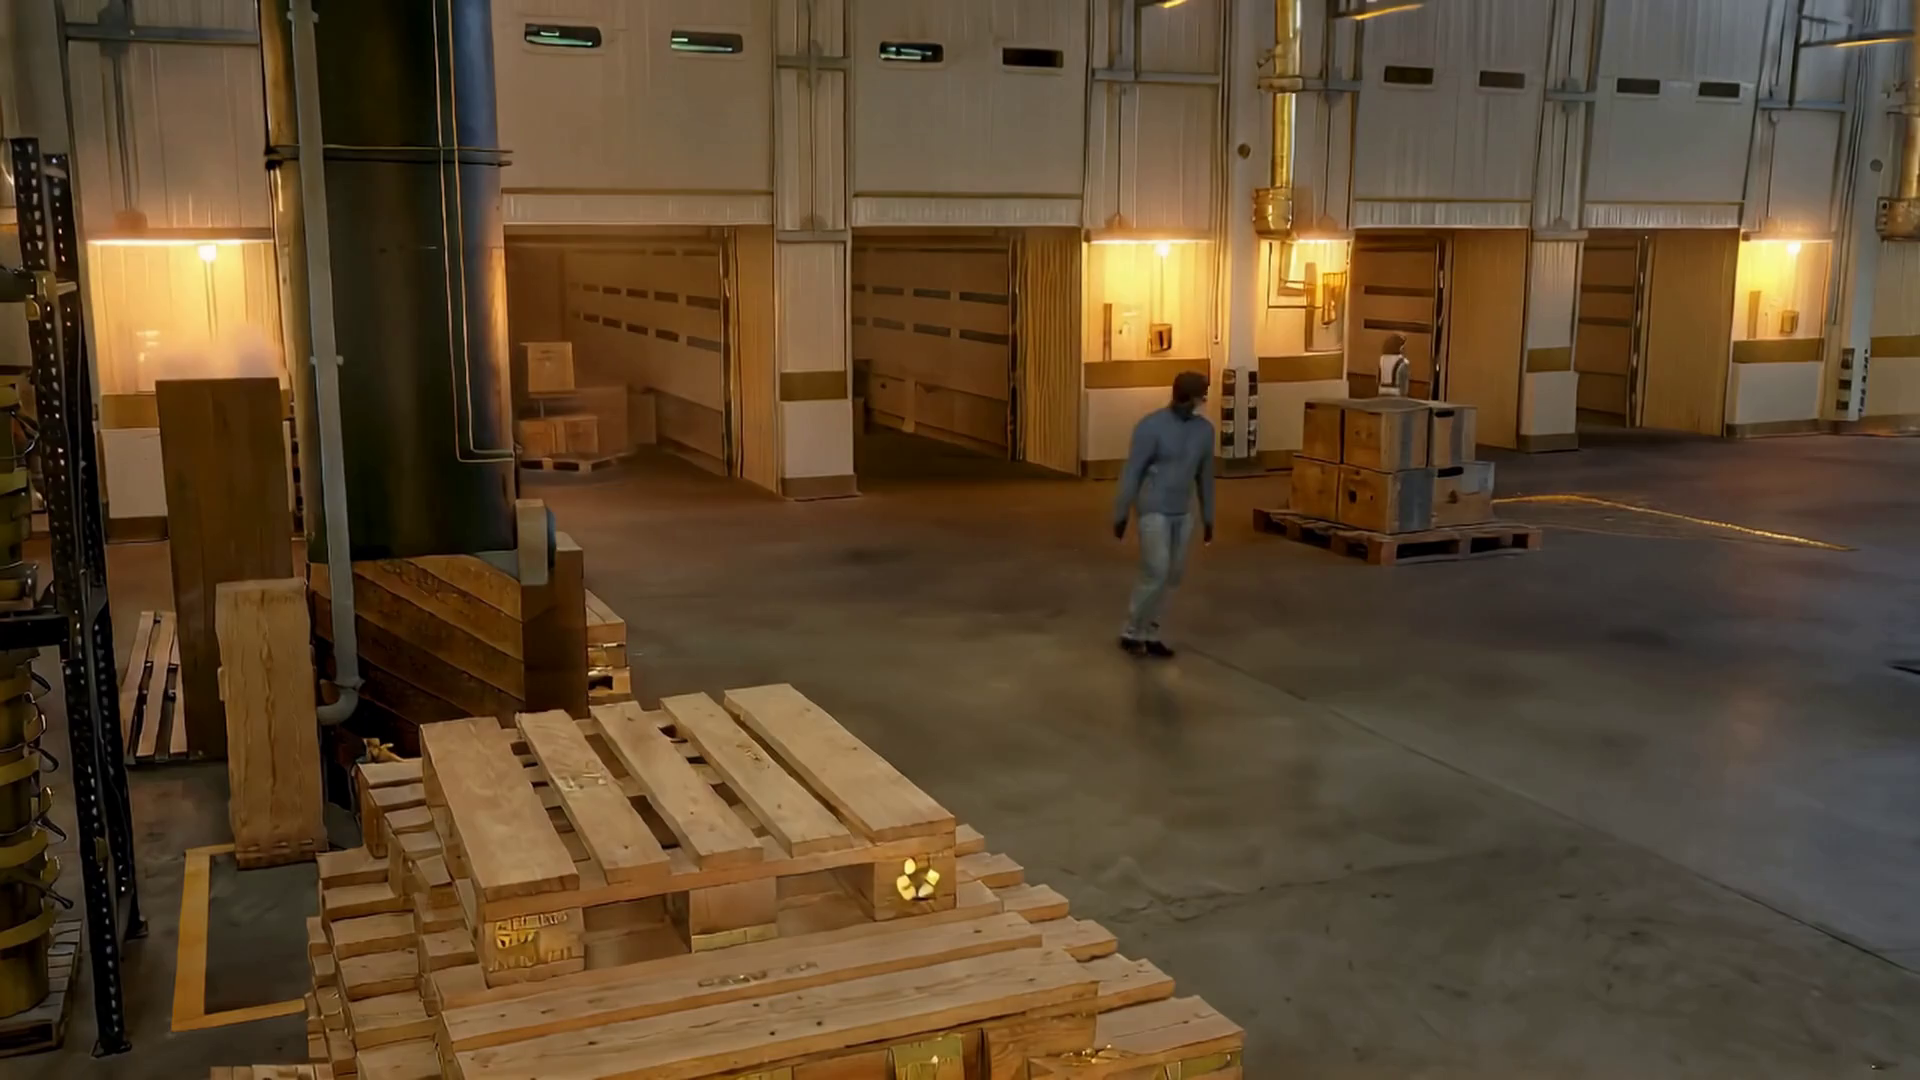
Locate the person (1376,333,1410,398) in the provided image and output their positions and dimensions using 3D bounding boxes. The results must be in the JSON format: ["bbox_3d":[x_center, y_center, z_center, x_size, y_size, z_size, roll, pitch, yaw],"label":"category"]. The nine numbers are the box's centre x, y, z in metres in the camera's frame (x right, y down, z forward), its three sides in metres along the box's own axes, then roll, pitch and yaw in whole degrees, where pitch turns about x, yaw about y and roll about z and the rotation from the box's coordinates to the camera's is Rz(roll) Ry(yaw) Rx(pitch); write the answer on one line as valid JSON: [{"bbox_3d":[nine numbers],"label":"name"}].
[{"bbox_3d":[5.022,-1.597,19.421,0.418,1.629,0.534,-5,11,-24],"label":"person"}]

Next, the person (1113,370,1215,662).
[{"bbox_3d":[1.336,-0.151,10.721,0.651,1.897,0.516,-8,13,-37],"label":"person"}]
